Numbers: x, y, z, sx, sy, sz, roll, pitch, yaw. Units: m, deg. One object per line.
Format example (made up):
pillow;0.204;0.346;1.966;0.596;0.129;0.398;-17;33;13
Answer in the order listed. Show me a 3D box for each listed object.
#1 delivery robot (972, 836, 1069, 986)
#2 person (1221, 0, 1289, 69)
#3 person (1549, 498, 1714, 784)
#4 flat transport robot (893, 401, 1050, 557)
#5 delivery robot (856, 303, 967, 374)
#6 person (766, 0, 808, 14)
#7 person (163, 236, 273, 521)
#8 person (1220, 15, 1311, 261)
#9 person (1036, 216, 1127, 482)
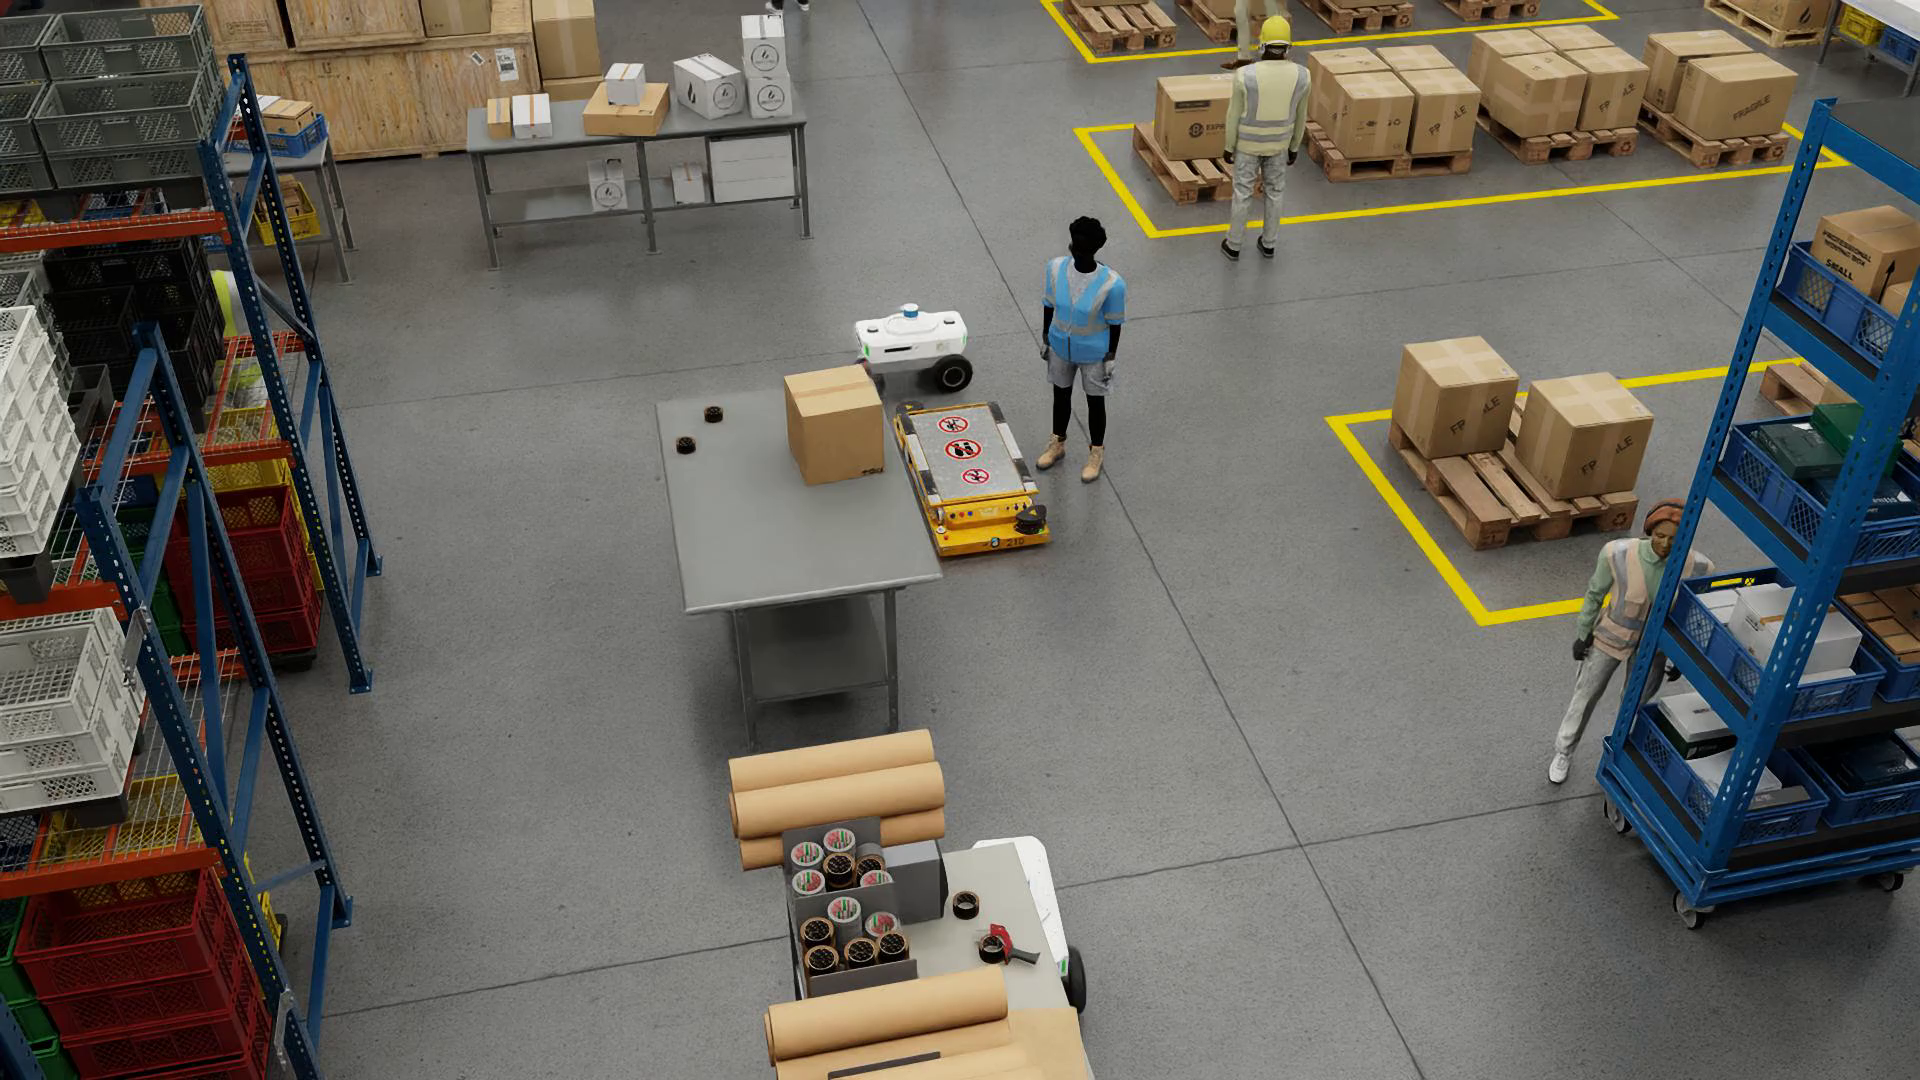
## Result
delivery robot;0.242;1.590;7.081;0.477;0.478;0.707;-4;37;-6
person;2.827;-5.223;15.269;0.609;1.830;0.594;-26;44;-31
person;3.115;0.493;7.728;0.519;1.640;0.306;9;38;12
flat transport robot;0.046;-0.430;10.108;0.652;0.197;1.431;-8;37;-10
delivery robot;-0.325;-1.329;11.001;0.707;0.478;0.477;-8;37;-11
person;-1.770;-6.223;16.527;0.599;1.916;0.375;-16;40;-20
person;-4.192;-0.935;9.483;0.627;1.843;0.429;-18;40;-22
person;2.213;-2.917;12.163;0.590;1.825;0.403;-5;37;-6
person;0.710;-1.132;9.863;0.535;1.700;0.318;19;41;23
